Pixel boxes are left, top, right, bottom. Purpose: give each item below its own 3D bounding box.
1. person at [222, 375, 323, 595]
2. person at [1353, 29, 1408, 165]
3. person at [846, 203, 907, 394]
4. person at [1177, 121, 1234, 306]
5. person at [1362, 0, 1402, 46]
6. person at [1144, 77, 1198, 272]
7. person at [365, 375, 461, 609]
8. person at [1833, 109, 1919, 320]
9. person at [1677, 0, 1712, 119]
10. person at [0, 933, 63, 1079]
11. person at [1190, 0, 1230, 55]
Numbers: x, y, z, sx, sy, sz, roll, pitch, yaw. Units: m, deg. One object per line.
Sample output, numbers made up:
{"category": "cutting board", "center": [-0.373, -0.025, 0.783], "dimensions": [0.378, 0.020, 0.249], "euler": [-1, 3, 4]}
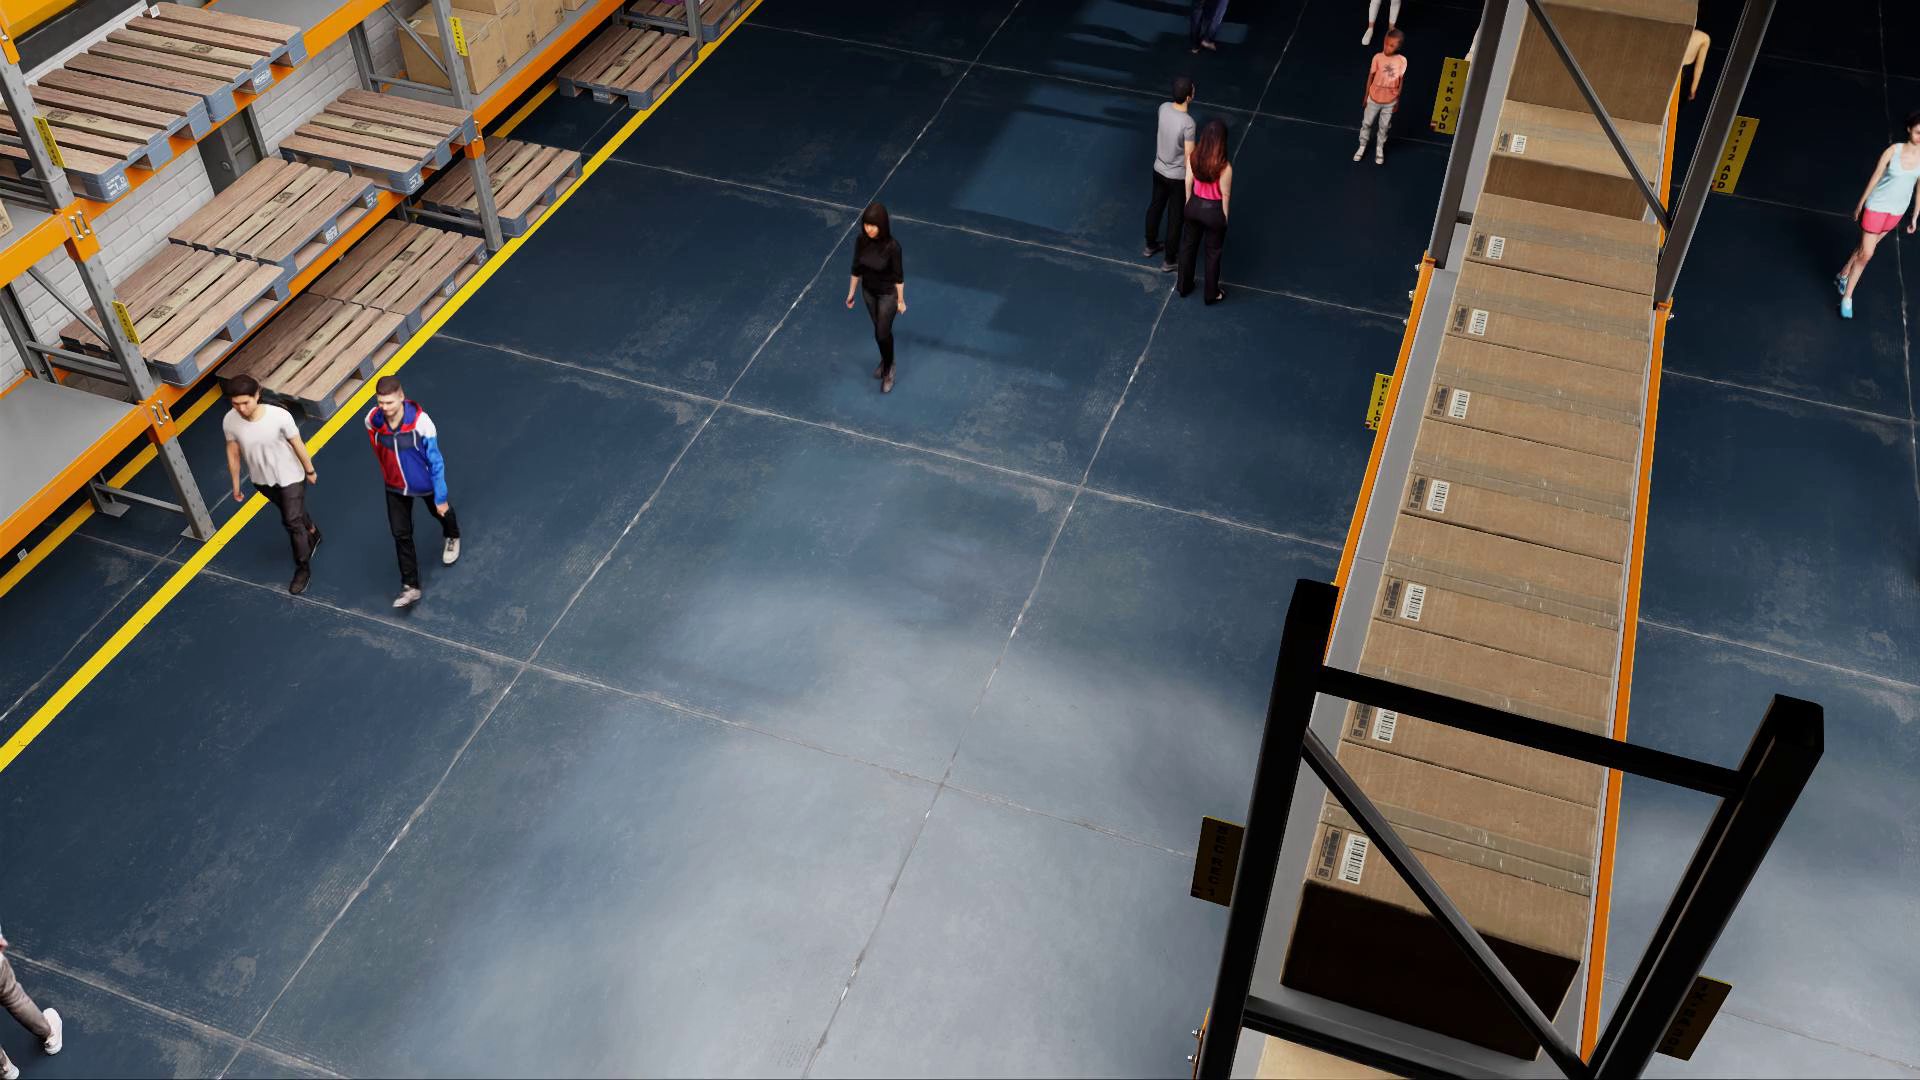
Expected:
{"category": "person", "center": [-4.676, -0.519, 11.466], "dimensions": [0.769, 1.697, 0.960], "euler": [5, 44, 6]}
{"category": "person", "center": [3.962, -4.170, 15.579], "dimensions": [0.487, 1.309, 0.475], "euler": [11, 45, 12]}
{"category": "person", "center": [-0.581, -1.975, 13.046], "dimensions": [0.647, 1.625, 0.669], "euler": [24, 49, 23]}
{"category": "person", "center": [2.052, -2.716, 13.794], "dimensions": [0.642, 1.666, 0.611], "euler": [28, 50, 26]}
{"category": "person", "center": [4.484, -5.949, 17.161], "dimensions": [0.663, 1.703, 0.604], "euler": [4, 44, 4]}
{"category": "person", "center": [1.807, -3.135, 14.172], "dimensions": [0.716, 1.752, 0.692], "euler": [-27, 50, -26]}
{"category": "person", "center": [-3.696, -0.460, 11.387], "dimensions": [0.853, 1.719, 1.166], "euler": [4, 44, 4]}
{"category": "person", "center": [7.640, -2.773, 13.797], "dimensions": [0.745, 1.745, 0.952], "euler": [1, 44, 1]}
{"category": "person", "center": [6.552, -4.154, 15.325], "dimensions": [0.630, 1.636, 0.866], "euler": [17, 46, 17]}
{"category": "person", "center": [-5.151, 2.177, 8.532], "dimensions": [0.701, 1.840, 0.814], "euler": [-28, 50, -26]}
{"category": "person", "center": [2.498, -5.801, 16.906], "dimensions": [0.708, 1.840, 0.684], "euler": [21, 47, 20]}
